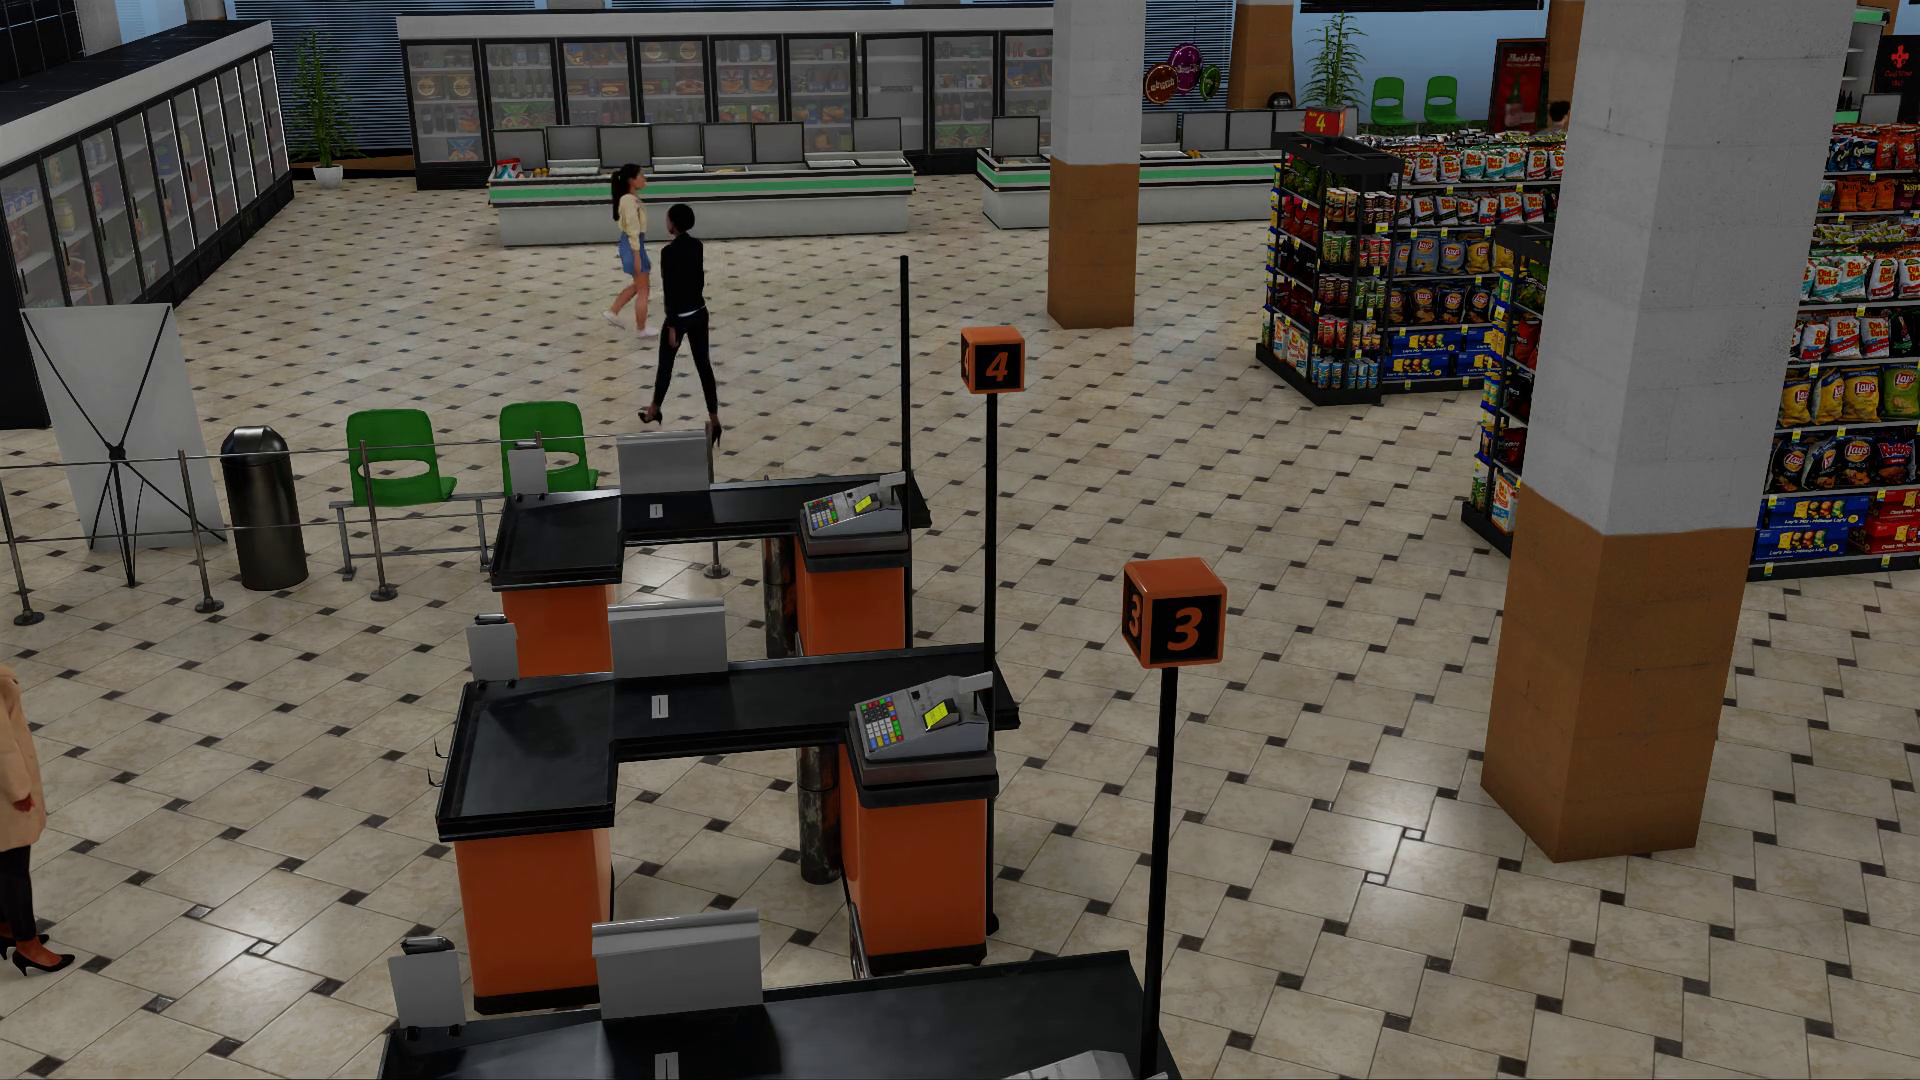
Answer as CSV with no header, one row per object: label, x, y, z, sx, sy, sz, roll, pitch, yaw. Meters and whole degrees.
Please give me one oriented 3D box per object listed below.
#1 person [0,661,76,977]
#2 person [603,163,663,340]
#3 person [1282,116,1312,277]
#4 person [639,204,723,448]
person,-3.742,0.908,6.419,0.723,1.680,0.745,19,29,39
person,-3.090,-2.650,15.356,0.798,1.620,0.698,-6,23,-15
person,3.662,-3.669,17.749,0.669,1.727,0.709,19,29,39
person,-1.973,-1.559,12.404,1.124,1.797,1.096,16,27,35
